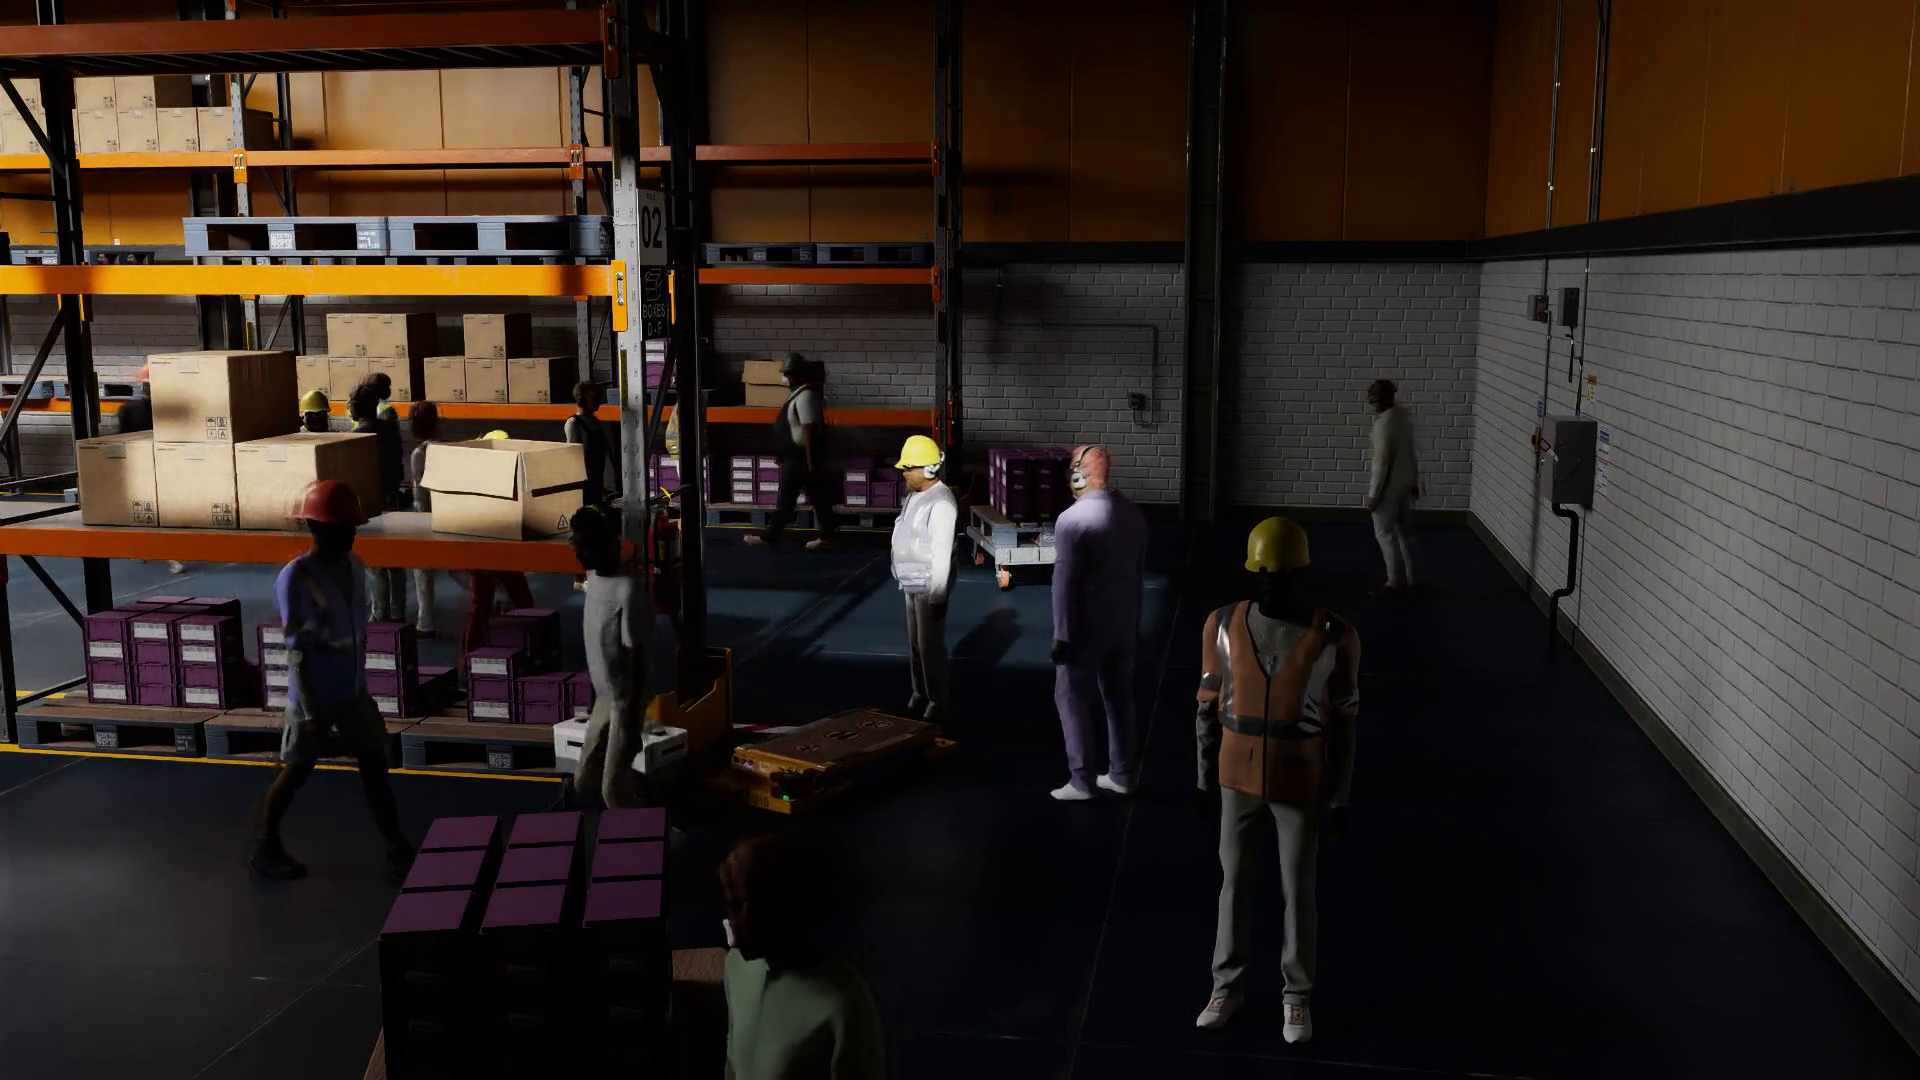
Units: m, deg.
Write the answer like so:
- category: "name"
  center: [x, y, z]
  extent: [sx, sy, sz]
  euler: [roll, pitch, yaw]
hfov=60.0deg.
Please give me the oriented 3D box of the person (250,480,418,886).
- category: "person"
  center: [-2.858, 0.661, 7.516]
  extent: [1.016, 1.884, 0.554]
  euler: [3, 10, 20]

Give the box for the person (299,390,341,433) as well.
- category: "person"
  center: [-5.264, -0.315, 13.682]
  extent: [0.404, 1.833, 0.587]
  euler: [5, 11, 30]

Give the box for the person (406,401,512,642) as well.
- category: "person"
  center: [-3.814, -0.120, 12.417]
  extent: [0.833, 1.856, 0.611]
  euler: [3, 10, 17]

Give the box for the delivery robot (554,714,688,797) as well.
- category: "delivery robot"
  center: [-1.779, 1.077, 8.707]
  extent: [0.707, 0.478, 0.477]
  euler: [5, 10, 29]

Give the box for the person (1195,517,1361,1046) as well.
- category: "person"
  center: [1.137, 0.867, 6.051]
  extent: [0.586, 1.928, 0.369]
  euler: [4, 10, 21]

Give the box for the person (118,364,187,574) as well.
- category: "person"
  center: [-7.548, -0.686, 15.580]
  extent: [0.615, 1.966, 0.831]
  euler: [-7, 11, -35]

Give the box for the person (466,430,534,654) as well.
- category: "person"
  center: [-3.009, 0.141, 11.117]
  extent: [0.757, 1.736, 0.556]
  euler: [1, 9, 9]

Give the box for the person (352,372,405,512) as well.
- category: "person"
  center: [-5.841, -0.774, 16.639]
  extent: [0.645, 1.808, 0.951]
  euler: [9, 13, 43]

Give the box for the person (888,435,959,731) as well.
- category: "person"
  center: [-0.215, 0.270, 10.106]
  extent: [0.404, 1.820, 0.594]
  euler: [-3, 10, -18]

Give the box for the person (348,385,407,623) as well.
- category: "person"
  center: [-4.499, -0.222, 12.776]
  extent: [0.352, 1.937, 0.635]
  euler: [2, 9, 10]

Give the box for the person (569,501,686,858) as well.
- category: "person"
  center: [-1.483, 0.720, 7.245]
  extent: [0.501, 1.838, 0.603]
  euler: [-6, 11, -32]

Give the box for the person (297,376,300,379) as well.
- category: "person"
  center: [-6.901, -0.894, 16.983]
  extent: [0.387, 1.928, 0.546]
  euler: [-4, 10, -26]

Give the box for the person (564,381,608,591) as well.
- category: "person"
  center: [-3.262, -0.474, 14.632]
  extent: [0.345, 1.847, 0.507]
  euler: [2, 9, 13]

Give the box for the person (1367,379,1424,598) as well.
- category: "person"
  center: [3.744, -0.442, 14.294]
  extent: [0.468, 1.894, 0.765]
  euler: [7, 11, 35]

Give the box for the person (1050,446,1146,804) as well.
- category: "person"
  center: [0.720, 0.448, 8.832]
  extent: [0.424, 1.882, 0.653]
  euler: [9, 13, 44]

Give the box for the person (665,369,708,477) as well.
- category: "person"
  center: [-2.789, -0.855, 17.006]
  extent: [0.429, 1.842, 0.635]
  euler: [0, 9, -1]

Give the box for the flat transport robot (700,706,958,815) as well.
- category: "flat transport robot"
  center: [-0.695, 1.189, 9.180]
  extent: [0.652, 0.197, 1.431]
  euler: [7, 11, 36]

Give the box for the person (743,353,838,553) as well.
- category: "person"
  center: [-1.695, -0.893, 16.625]
  extent: [1.010, 2.000, 0.700]
  euler: [-1, 9, -4]

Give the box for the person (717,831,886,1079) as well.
- category: "person"
  center: [-0.293, 1.413, 3.669]
  extent: [0.559, 1.605, 0.519]
  euler: [-8, 12, -42]
